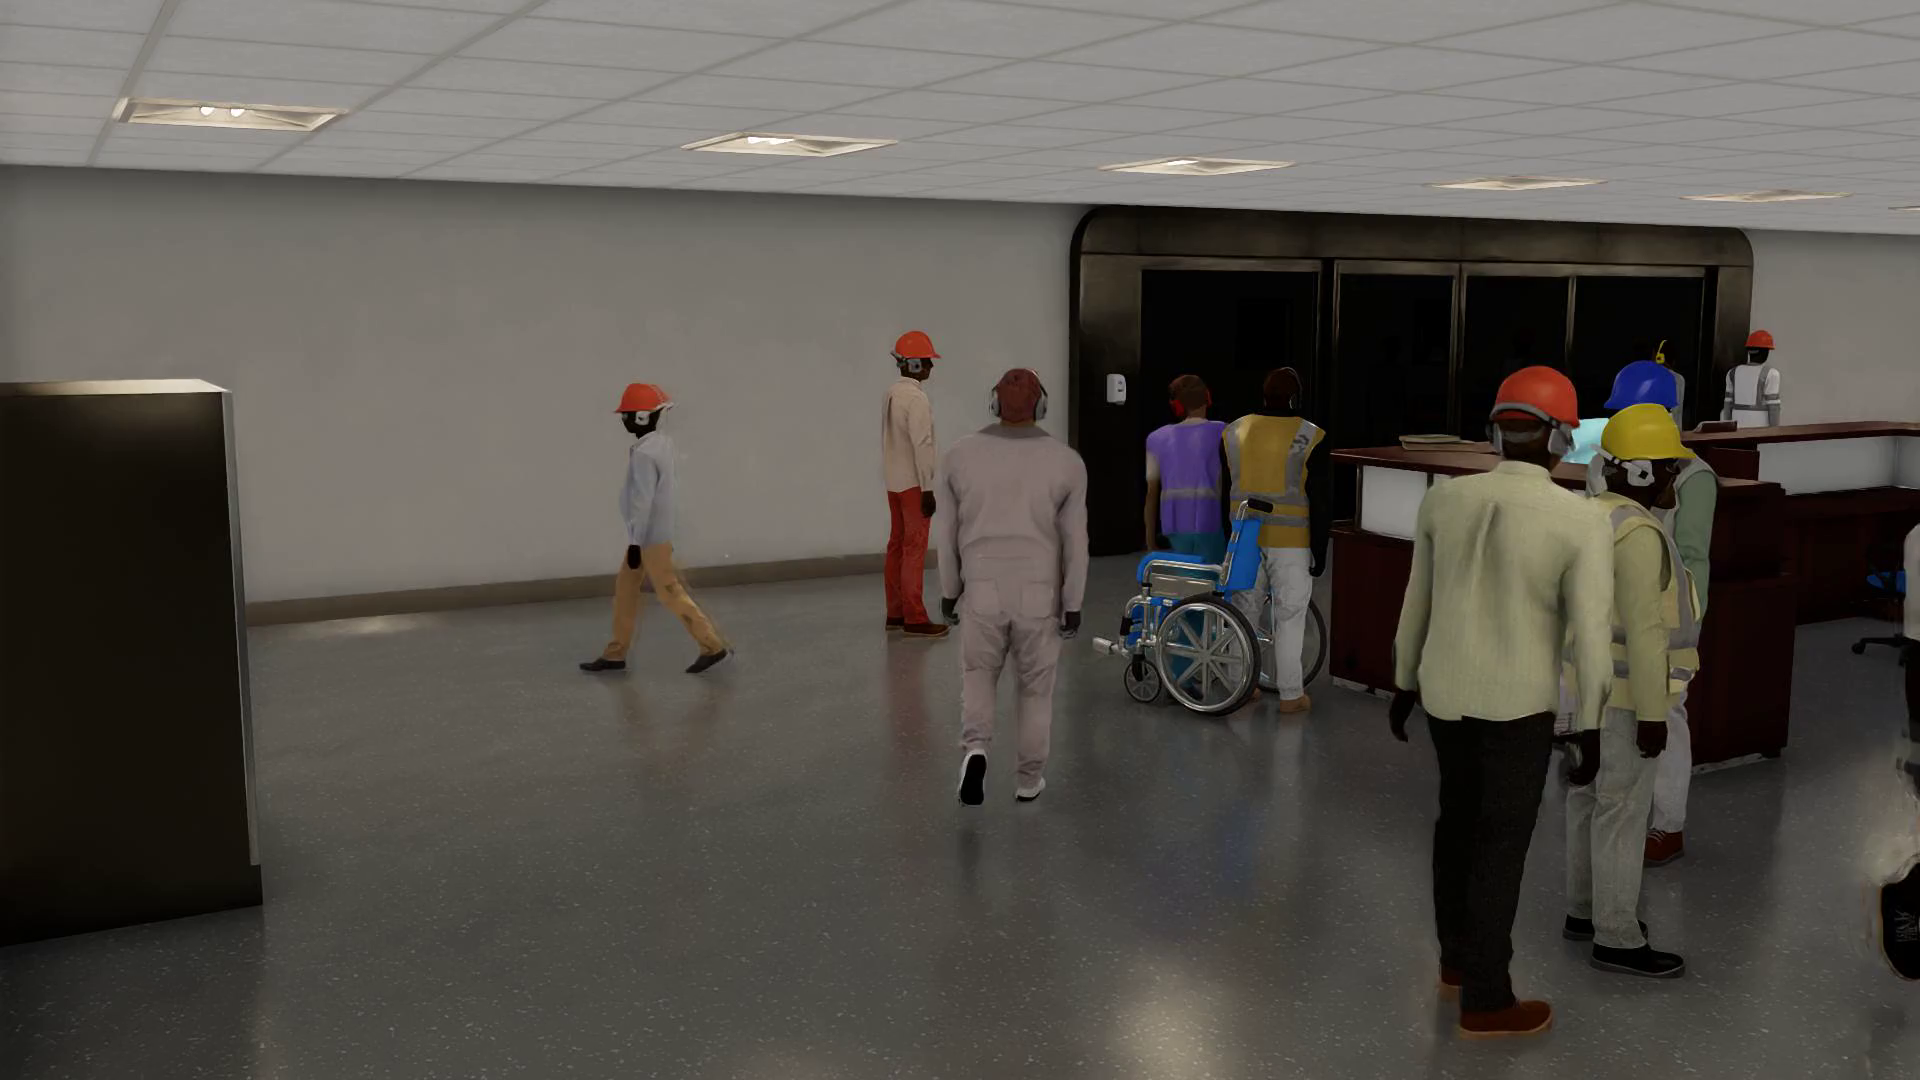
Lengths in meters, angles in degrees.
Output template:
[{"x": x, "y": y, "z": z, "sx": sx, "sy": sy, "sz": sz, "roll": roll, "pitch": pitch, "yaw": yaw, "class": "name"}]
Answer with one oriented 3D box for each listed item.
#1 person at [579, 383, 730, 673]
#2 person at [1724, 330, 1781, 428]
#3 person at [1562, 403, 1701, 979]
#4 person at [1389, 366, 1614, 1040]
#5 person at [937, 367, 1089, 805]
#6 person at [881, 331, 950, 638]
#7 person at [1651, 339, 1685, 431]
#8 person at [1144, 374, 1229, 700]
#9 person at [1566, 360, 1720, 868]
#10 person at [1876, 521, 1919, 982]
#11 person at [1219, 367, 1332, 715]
[{"x": -1.771, "y": -0.060, "z": 9.689, "sx": 0.875, "sy": 1.716, "sz": 0.573, "roll": -1, "pitch": 8, "yaw": -5, "class": "person"}, {"x": 7.742, "y": -1.073, "z": 16.225, "sx": 0.363, "sy": 1.934, "sz": 0.552, "roll": -5, "pitch": 9, "yaw": -31, "class": "person"}, {"x": 2.168, "y": 0.475, "z": 5.392, "sx": 0.404, "sy": 1.833, "sz": 0.590, "roll": 0, "pitch": 8, "yaw": 4, "class": "person"}, {"x": 1.633, "y": 0.474, "z": 4.964, "sx": 0.605, "sy": 1.965, "sz": 0.674, "roll": -7, "pitch": 11, "yaw": -42, "class": "person"}, {"x": 0.221, "y": 0.215, "z": 7.047, "sx": 0.659, "sy": 1.893, "sz": 0.624, "roll": 1, "pitch": 8, "yaw": 10, "class": "person"}, {"x": -0.310, "y": -0.362, "z": 10.862, "sx": 0.381, "sy": 1.994, "sz": 0.622, "roll": -4, "pitch": 9, "yaw": -24, "class": "person"}, {"x": 6.396, "y": -0.888, "z": 15.148, "sx": 0.310, "sy": 1.863, "sz": 0.533, "roll": 8, "pitch": 11, "yaw": 44, "class": "person"}, {"x": 1.332, "y": -0.030, "z": 9.252, "sx": 0.604, "sy": 1.774, "sz": 1.000, "roll": 5, "pitch": 9, "yaw": 30, "class": "person"}, {"x": 2.617, "y": 0.278, "z": 6.440, "sx": 0.419, "sy": 1.940, "sz": 0.606, "roll": -3, "pitch": 9, "yaw": -22, "class": "person"}, {"x": 2.955, "y": 0.516, "z": 4.764, "sx": 0.614, "sy": 1.926, "sz": 0.714, "roll": 1, "pitch": 8, "yaw": 7, "class": "person"}, {"x": 1.670, "y": 0.007, "z": 8.793, "sx": 0.628, "sy": 1.838, "sz": 0.430, "roll": 5, "pitch": 10, "yaw": 34, "class": "person"}]
